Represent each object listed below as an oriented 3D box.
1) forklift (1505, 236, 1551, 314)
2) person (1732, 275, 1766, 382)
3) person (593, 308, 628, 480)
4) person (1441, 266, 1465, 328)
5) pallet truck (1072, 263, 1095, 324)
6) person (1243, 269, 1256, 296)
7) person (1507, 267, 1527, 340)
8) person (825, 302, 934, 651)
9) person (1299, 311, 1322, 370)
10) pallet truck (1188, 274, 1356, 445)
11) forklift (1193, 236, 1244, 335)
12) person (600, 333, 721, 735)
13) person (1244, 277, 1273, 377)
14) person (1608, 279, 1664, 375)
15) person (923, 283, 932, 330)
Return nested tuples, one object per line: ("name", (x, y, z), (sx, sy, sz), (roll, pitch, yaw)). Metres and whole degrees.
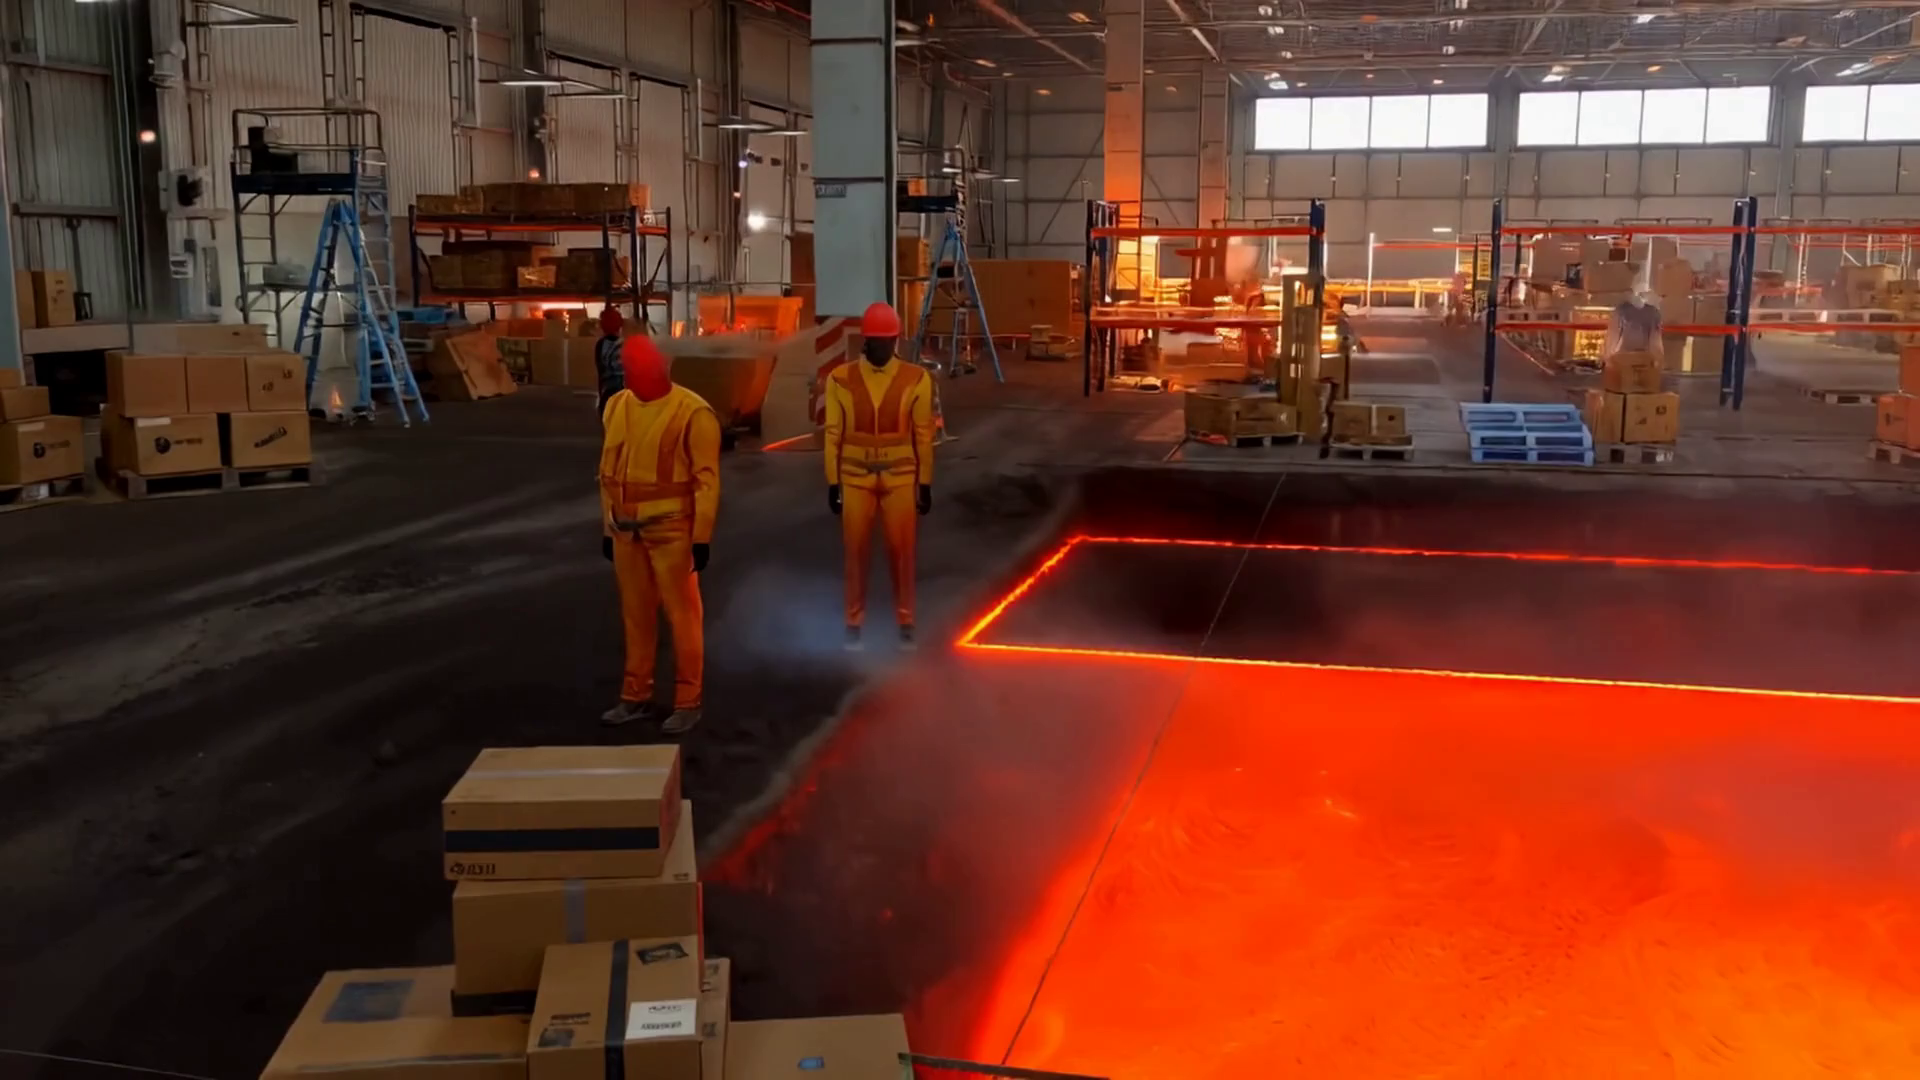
("forklift", (18.170, -8.101, 52.104), (1.873, 2.768, 1.129), (1, 10, 7))
("person", (13.905, -3.732, 29.295), (0.723, 1.898, 0.594), (-6, 11, -29))
("person", (-3.367, -1.415, 16.226), (0.533, 1.692, 0.319), (7, 12, 36))
("person", (15.247, -7.468, 51.188), (0.601, 1.927, 0.627), (0, 10, 2))
("pallet truck", (4.325, -8.180, 55.162), (0.823, 1.965, 1.885), (6, 11, 31))
("person", (8.838, -7.324, 50.629), (0.571, 1.848, 0.931), (-1, 10, -7))
("person", (14.781, -6.275, 44.125), (0.544, 1.938, 0.356), (9, 13, 42))
("person", (-0.444, -0.342, 9.194), (0.605, 1.938, 0.422), (0, 10, -1))
("person", (6.759, -4.125, 32.052), (0.484, 1.739, 0.320), (-3, 10, -19))
("pallet truck", (3.653, -2.138, 19.590), (1.885, 1.965, 0.823), (-4, 10, -20))
("forklift", (7.154, -7.230, 46.971), (1.873, 2.768, 1.129), (-5, 11, -25))
("person", (-1.405, -0.028, 7.639), (0.619, 1.839, 0.430), (5, 11, 28))
("person", (5.501, -3.902, 30.504), (0.713, 1.816, 0.538), (-8, 12, -38))
("person", (8.092, -2.119, 19.710), (0.655, 1.914, 0.803), (-3, 10, -16))
("person", (-0.877, -7.347, 50.471), (0.544, 1.929, 0.386), (-7, 12, -34))
